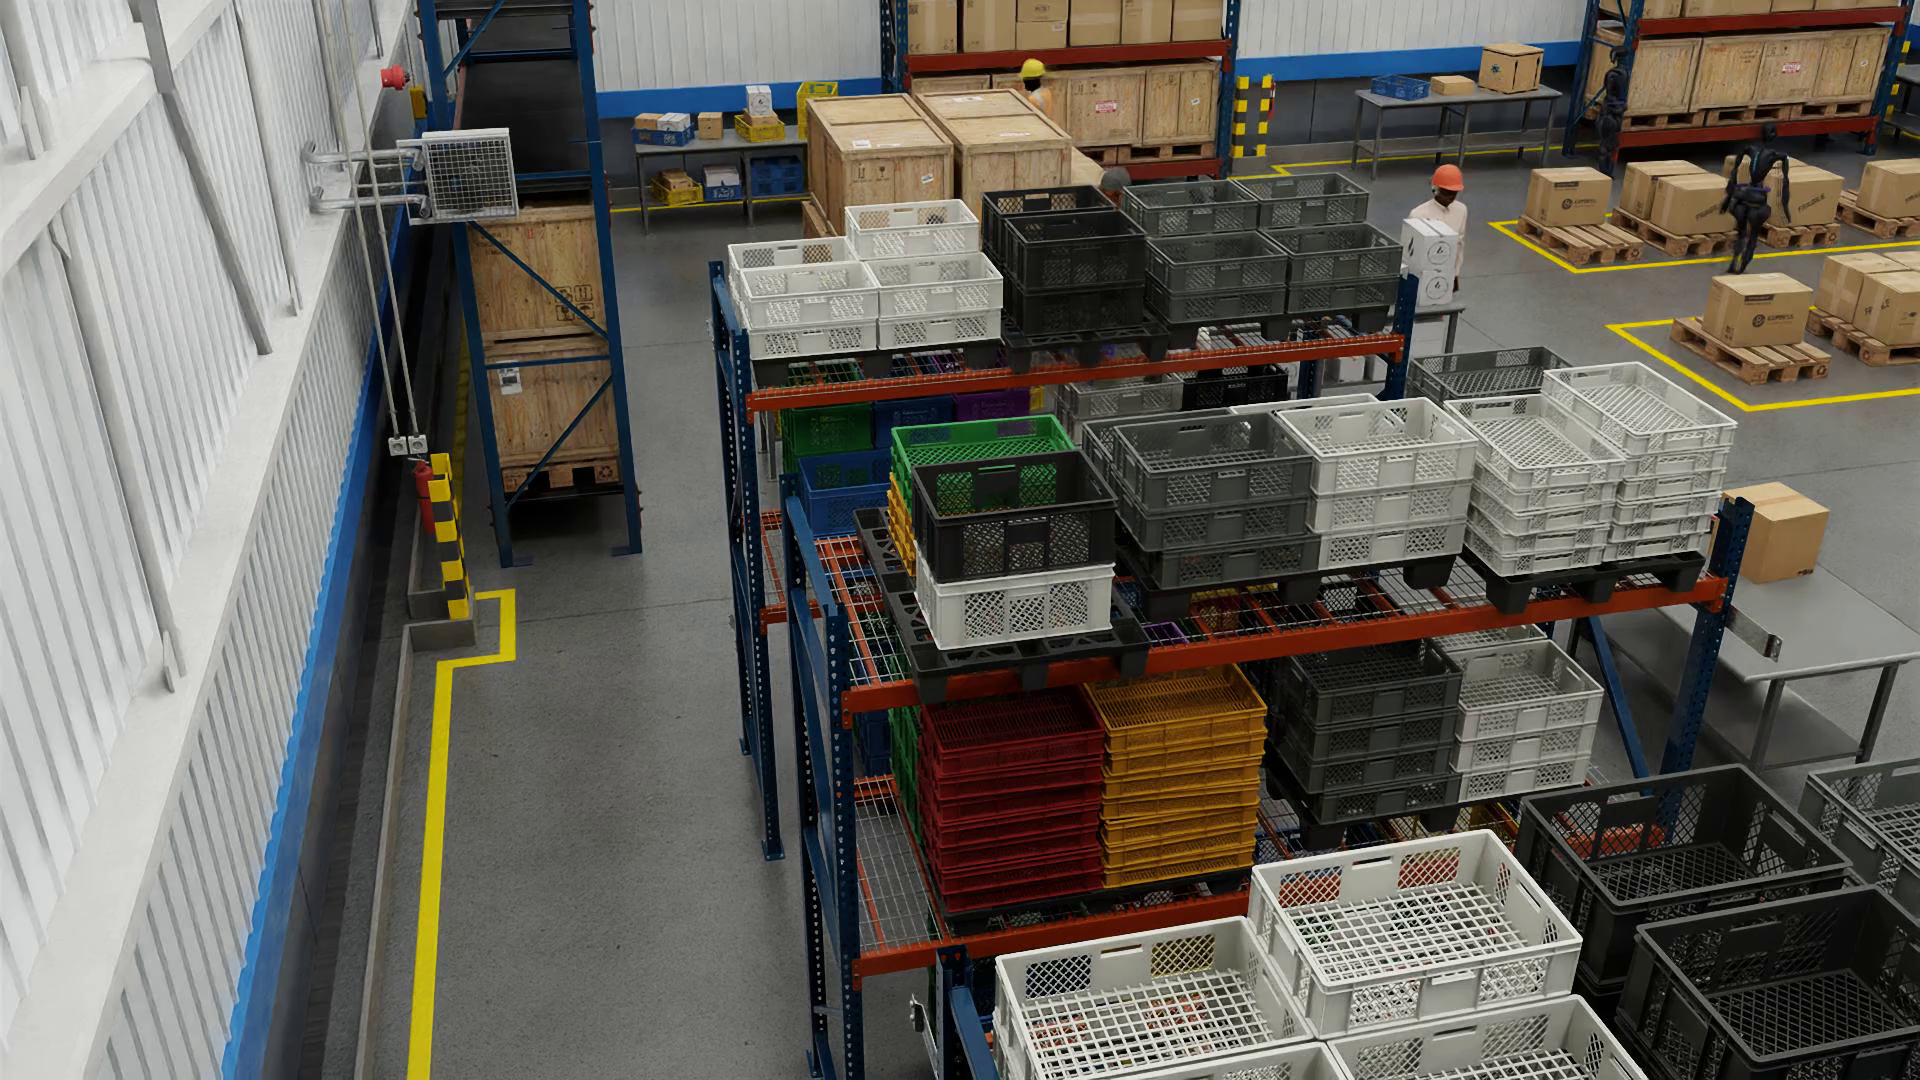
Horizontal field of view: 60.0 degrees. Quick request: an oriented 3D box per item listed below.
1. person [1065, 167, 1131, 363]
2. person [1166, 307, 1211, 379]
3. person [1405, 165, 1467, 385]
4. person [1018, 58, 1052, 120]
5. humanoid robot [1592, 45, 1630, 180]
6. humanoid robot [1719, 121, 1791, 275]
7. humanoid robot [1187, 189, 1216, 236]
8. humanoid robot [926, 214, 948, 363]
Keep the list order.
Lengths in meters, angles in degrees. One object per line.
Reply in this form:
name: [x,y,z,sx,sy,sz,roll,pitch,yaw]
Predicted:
person: [1.245,-2.241,14.400,0.604,2.000,0.704,-5,28,-9]
person: [1.649,-1.128,12.580,0.329,1.767,0.525,-21,34,-34]
person: [4.138,-2.317,14.605,0.611,1.988,0.400,-12,30,-21]
person: [0.834,-4.458,18.738,0.378,1.920,0.592,11,30,20]
humanoid robot: [8.003,-5.243,20.474,0.330,1.652,0.577,19,33,32]
humanoid robot: [8.209,-3.479,17.129,0.432,1.643,0.666,-18,33,-31]
humanoid robot: [2.070,-2.339,14.960,0.608,1.657,0.314,-10,29,-18]
humanoid robot: [-0.207,-1.995,14.304,0.601,1.657,0.313,-10,29,-18]
